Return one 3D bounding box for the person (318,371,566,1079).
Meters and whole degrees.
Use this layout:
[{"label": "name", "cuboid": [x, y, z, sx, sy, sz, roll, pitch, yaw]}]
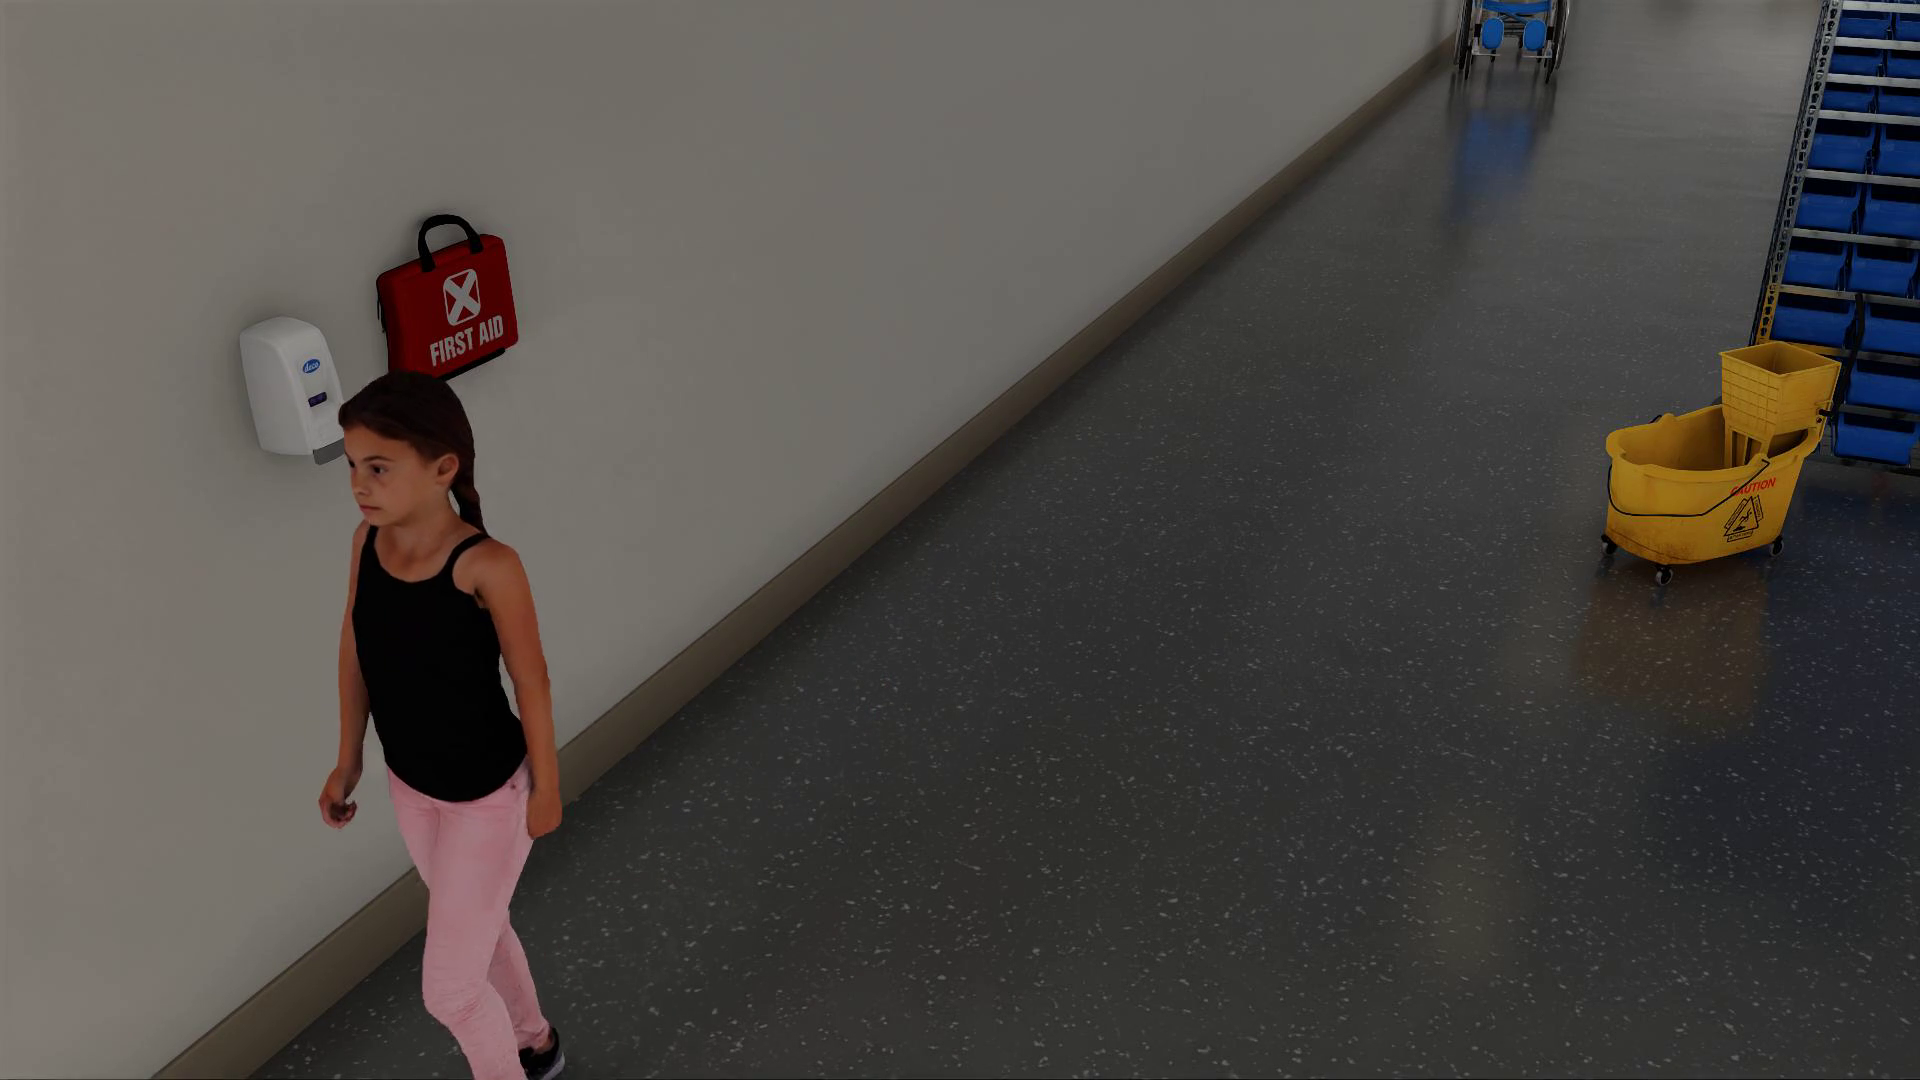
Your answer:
[{"label": "person", "cuboid": [-0.857, 0.418, 3.011, 0.597, 1.548, 0.618, 15, 30, 28]}]
